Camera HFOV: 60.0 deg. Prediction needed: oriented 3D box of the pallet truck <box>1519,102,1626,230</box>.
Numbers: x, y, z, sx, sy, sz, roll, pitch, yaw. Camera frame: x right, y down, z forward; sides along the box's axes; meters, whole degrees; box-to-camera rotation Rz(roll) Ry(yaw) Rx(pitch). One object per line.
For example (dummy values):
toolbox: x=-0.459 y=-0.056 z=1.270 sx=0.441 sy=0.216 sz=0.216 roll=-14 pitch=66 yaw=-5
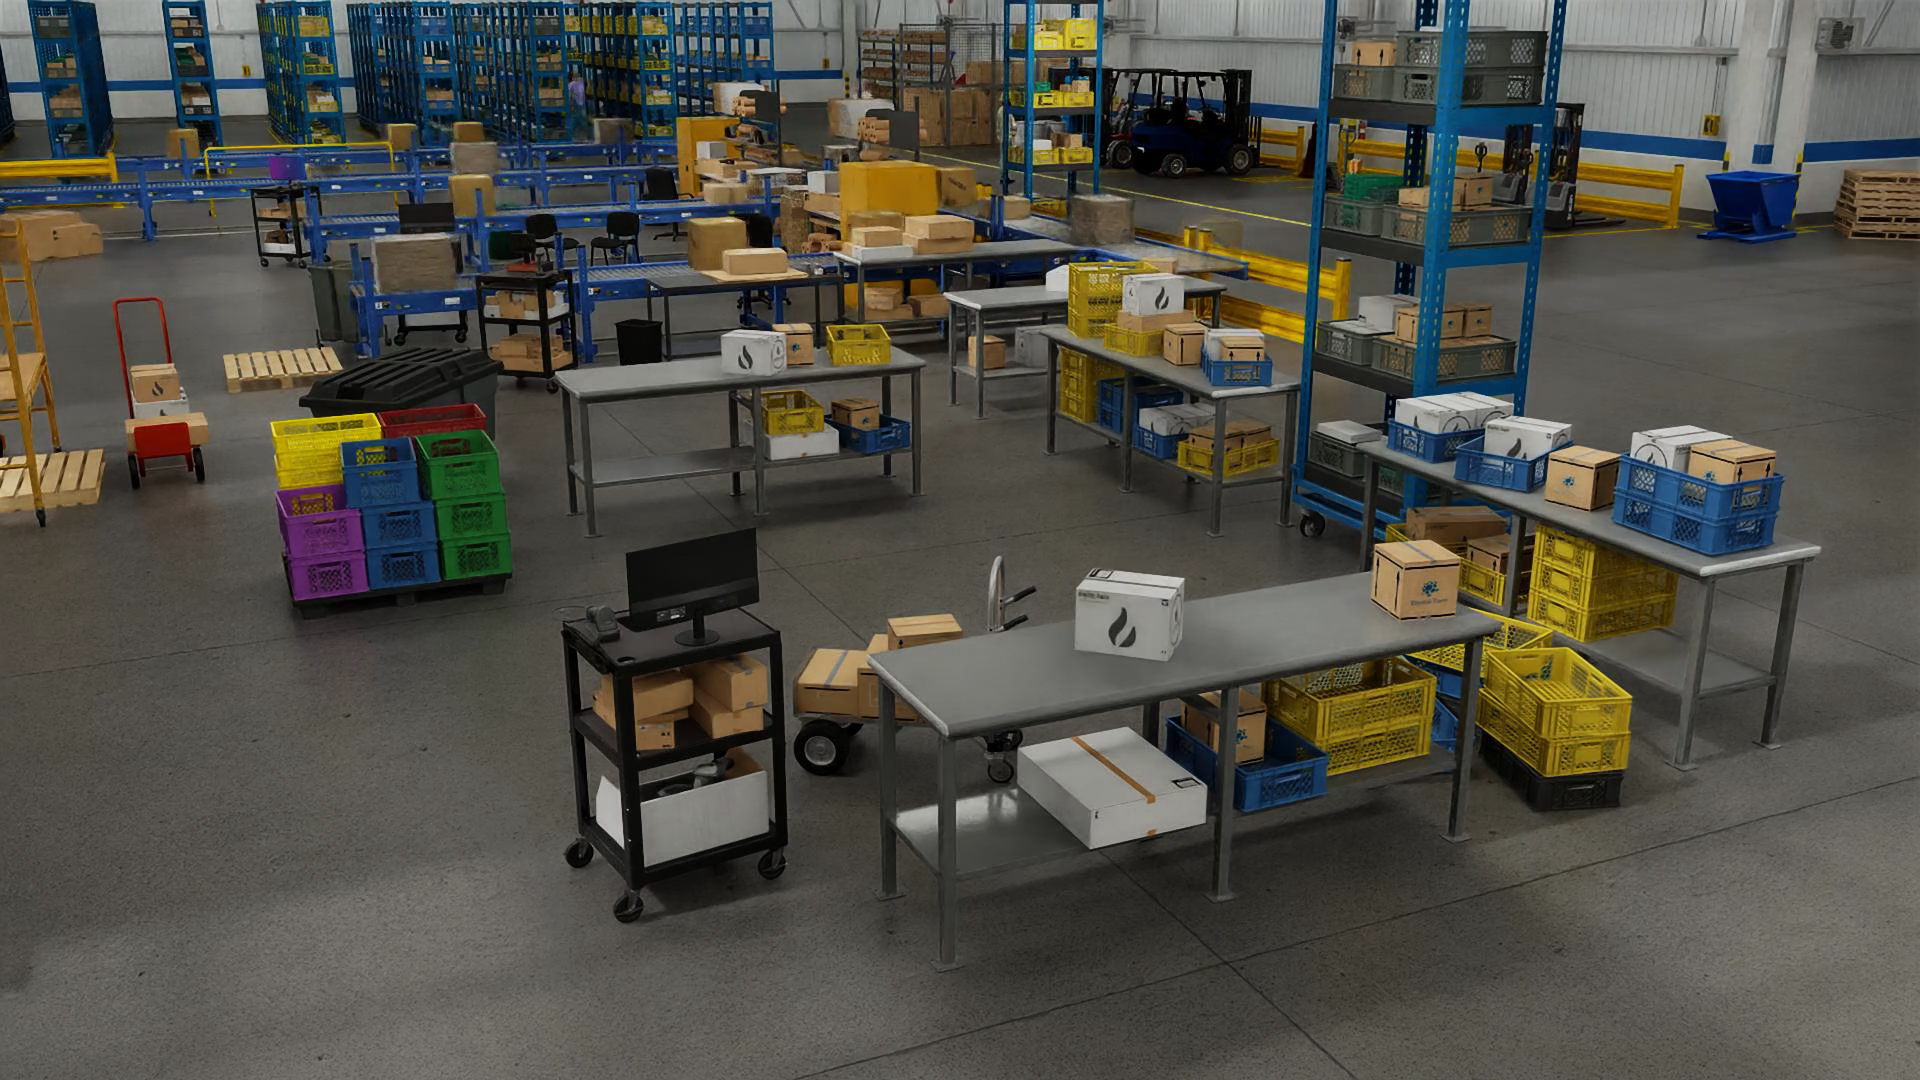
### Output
pallet truck: x=9.972 y=-6.037 z=26.785 sx=1.885 sy=1.965 sz=0.823 roll=-9 pitch=20 yaw=-25

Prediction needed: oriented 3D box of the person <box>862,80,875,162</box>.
person: x=-2.055 y=-9.416 z=37.612 sx=0.453 sy=1.885 sz=0.635 roll=-7 pitch=19 yaw=-20

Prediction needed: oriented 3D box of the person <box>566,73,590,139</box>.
person: x=-10.556 y=-11.928 z=45.715 sx=0.964 sy=1.772 sz=0.637 roll=4 pitch=18 yaw=12

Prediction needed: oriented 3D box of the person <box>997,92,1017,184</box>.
person: x=0.948 y=-8.140 z=33.672 sx=0.404 sy=1.837 sz=0.590 roll=3 pitch=18 yaw=10

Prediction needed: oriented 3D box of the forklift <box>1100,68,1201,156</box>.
forklift: x=4.082 y=-9.564 z=37.410 sx=2.680 sy=1.987 sz=1.157 roll=-8 pitch=19 yaw=-23

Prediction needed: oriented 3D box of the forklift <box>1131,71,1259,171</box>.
forklift: x=4.998 y=-8.936 z=35.413 sx=2.680 sy=1.987 sz=1.157 roll=-9 pitch=20 yaw=-25

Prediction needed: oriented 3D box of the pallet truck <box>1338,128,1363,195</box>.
pallet truck: x=7.845 y=-7.140 z=31.411 sx=1.522 sy=1.261 sz=0.704 roll=-9 pitch=20 yaw=-25

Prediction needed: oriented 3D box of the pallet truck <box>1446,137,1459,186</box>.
pallet truck: x=9.184 y=-6.485 z=29.328 sx=1.630 sy=1.274 sz=0.653 roll=-8 pitch=19 yaw=-23

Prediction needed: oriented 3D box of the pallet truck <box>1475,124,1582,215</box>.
pallet truck: x=9.707 y=-6.455 z=28.103 sx=1.885 sy=1.965 sz=0.823 roll=-7 pitch=19 yaw=-20

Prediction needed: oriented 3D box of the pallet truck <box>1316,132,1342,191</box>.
pallet truck: x=7.723 y=-7.504 z=32.656 sx=1.601 sy=1.201 sz=0.680 roll=-8 pitch=19 yaw=-23
